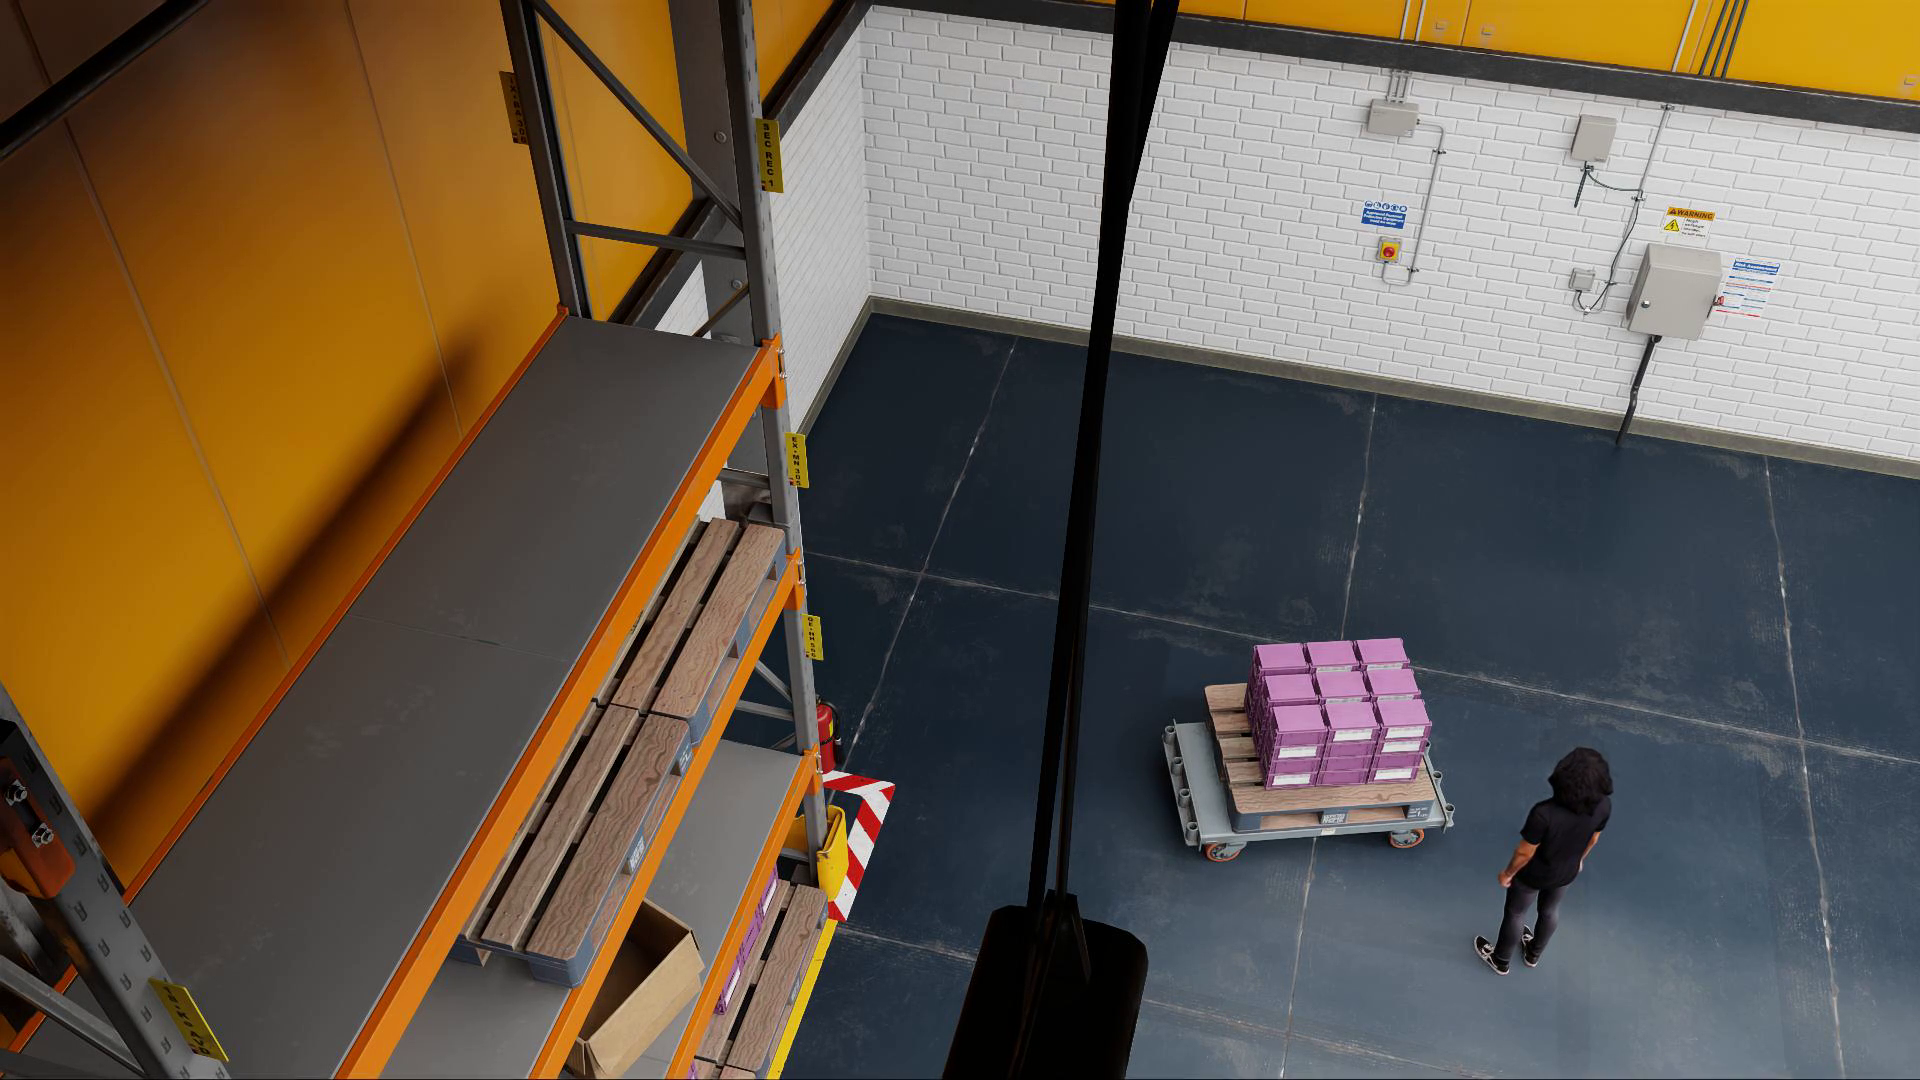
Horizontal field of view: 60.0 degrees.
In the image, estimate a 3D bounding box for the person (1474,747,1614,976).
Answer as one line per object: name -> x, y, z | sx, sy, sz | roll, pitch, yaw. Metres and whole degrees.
person -> 3.214, 1.773, 9.087 | 0.706, 1.836, 0.692 | -9, 44, -9
